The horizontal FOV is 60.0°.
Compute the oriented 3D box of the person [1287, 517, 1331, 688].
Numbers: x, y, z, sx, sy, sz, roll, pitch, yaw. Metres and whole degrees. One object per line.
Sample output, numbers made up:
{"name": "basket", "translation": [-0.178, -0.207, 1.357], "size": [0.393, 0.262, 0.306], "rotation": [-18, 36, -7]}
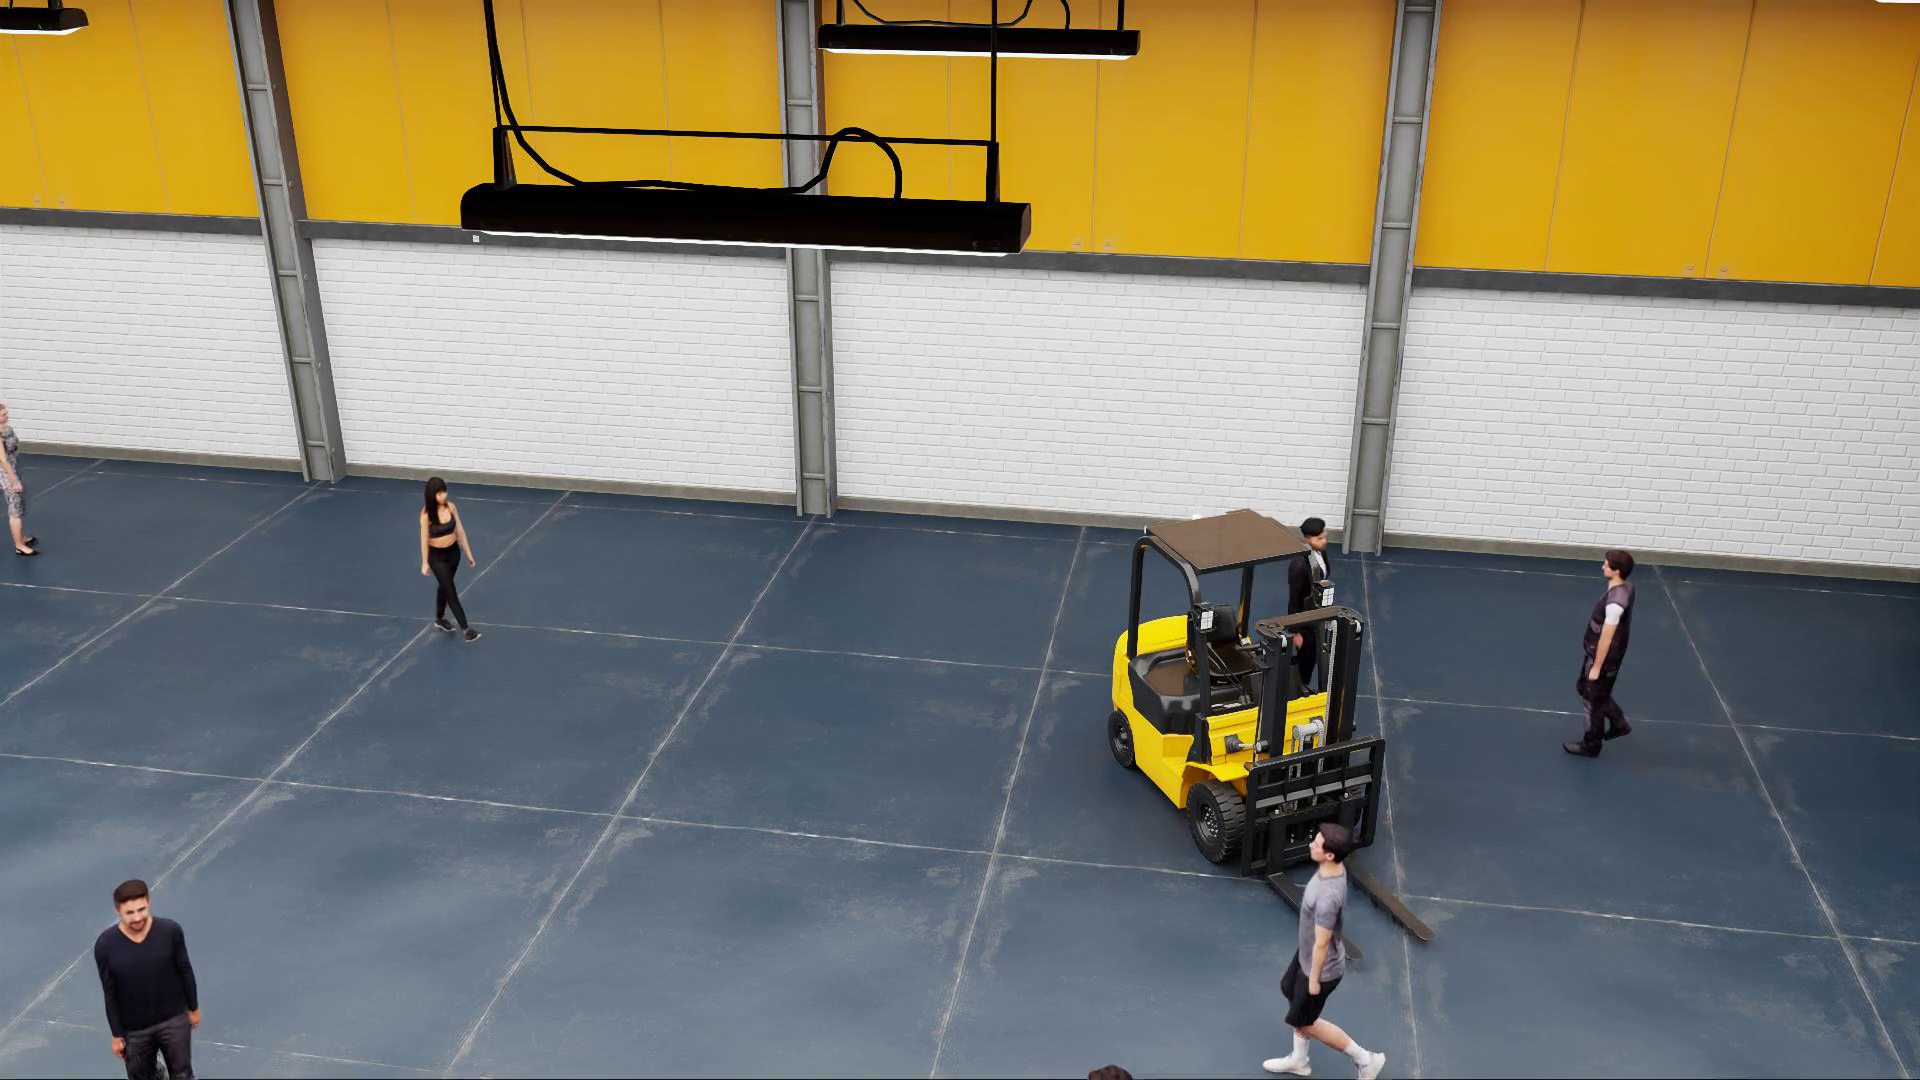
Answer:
{"name": "person", "translation": [2.889, 0.639, 14.236], "size": [0.988, 1.868, 0.904], "rotation": [16, 28, 32]}

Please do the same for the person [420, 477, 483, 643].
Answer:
{"name": "person", "translation": [-4.913, 0.149, 15.673], "size": [1.091, 1.614, 0.880], "rotation": [17, 29, 34]}

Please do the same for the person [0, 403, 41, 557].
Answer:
{"name": "person", "translation": [-9.980, -0.662, 17.433], "size": [0.730, 1.691, 0.764], "rotation": [-14, 27, -29]}

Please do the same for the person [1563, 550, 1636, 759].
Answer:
{"name": "person", "translation": [5.348, 0.959, 13.541], "size": [0.808, 1.839, 0.736], "rotation": [9, 25, 20]}

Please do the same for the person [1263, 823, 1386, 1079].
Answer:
{"name": "person", "translation": [2.241, 2.526, 9.942], "size": [0.971, 1.850, 0.713], "rotation": [7, 25, 15]}

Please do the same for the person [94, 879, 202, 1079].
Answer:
{"name": "person", "translation": [-4.626, 2.708, 9.527], "size": [1.042, 1.848, 1.040], "rotation": [-12, 26, -25]}
